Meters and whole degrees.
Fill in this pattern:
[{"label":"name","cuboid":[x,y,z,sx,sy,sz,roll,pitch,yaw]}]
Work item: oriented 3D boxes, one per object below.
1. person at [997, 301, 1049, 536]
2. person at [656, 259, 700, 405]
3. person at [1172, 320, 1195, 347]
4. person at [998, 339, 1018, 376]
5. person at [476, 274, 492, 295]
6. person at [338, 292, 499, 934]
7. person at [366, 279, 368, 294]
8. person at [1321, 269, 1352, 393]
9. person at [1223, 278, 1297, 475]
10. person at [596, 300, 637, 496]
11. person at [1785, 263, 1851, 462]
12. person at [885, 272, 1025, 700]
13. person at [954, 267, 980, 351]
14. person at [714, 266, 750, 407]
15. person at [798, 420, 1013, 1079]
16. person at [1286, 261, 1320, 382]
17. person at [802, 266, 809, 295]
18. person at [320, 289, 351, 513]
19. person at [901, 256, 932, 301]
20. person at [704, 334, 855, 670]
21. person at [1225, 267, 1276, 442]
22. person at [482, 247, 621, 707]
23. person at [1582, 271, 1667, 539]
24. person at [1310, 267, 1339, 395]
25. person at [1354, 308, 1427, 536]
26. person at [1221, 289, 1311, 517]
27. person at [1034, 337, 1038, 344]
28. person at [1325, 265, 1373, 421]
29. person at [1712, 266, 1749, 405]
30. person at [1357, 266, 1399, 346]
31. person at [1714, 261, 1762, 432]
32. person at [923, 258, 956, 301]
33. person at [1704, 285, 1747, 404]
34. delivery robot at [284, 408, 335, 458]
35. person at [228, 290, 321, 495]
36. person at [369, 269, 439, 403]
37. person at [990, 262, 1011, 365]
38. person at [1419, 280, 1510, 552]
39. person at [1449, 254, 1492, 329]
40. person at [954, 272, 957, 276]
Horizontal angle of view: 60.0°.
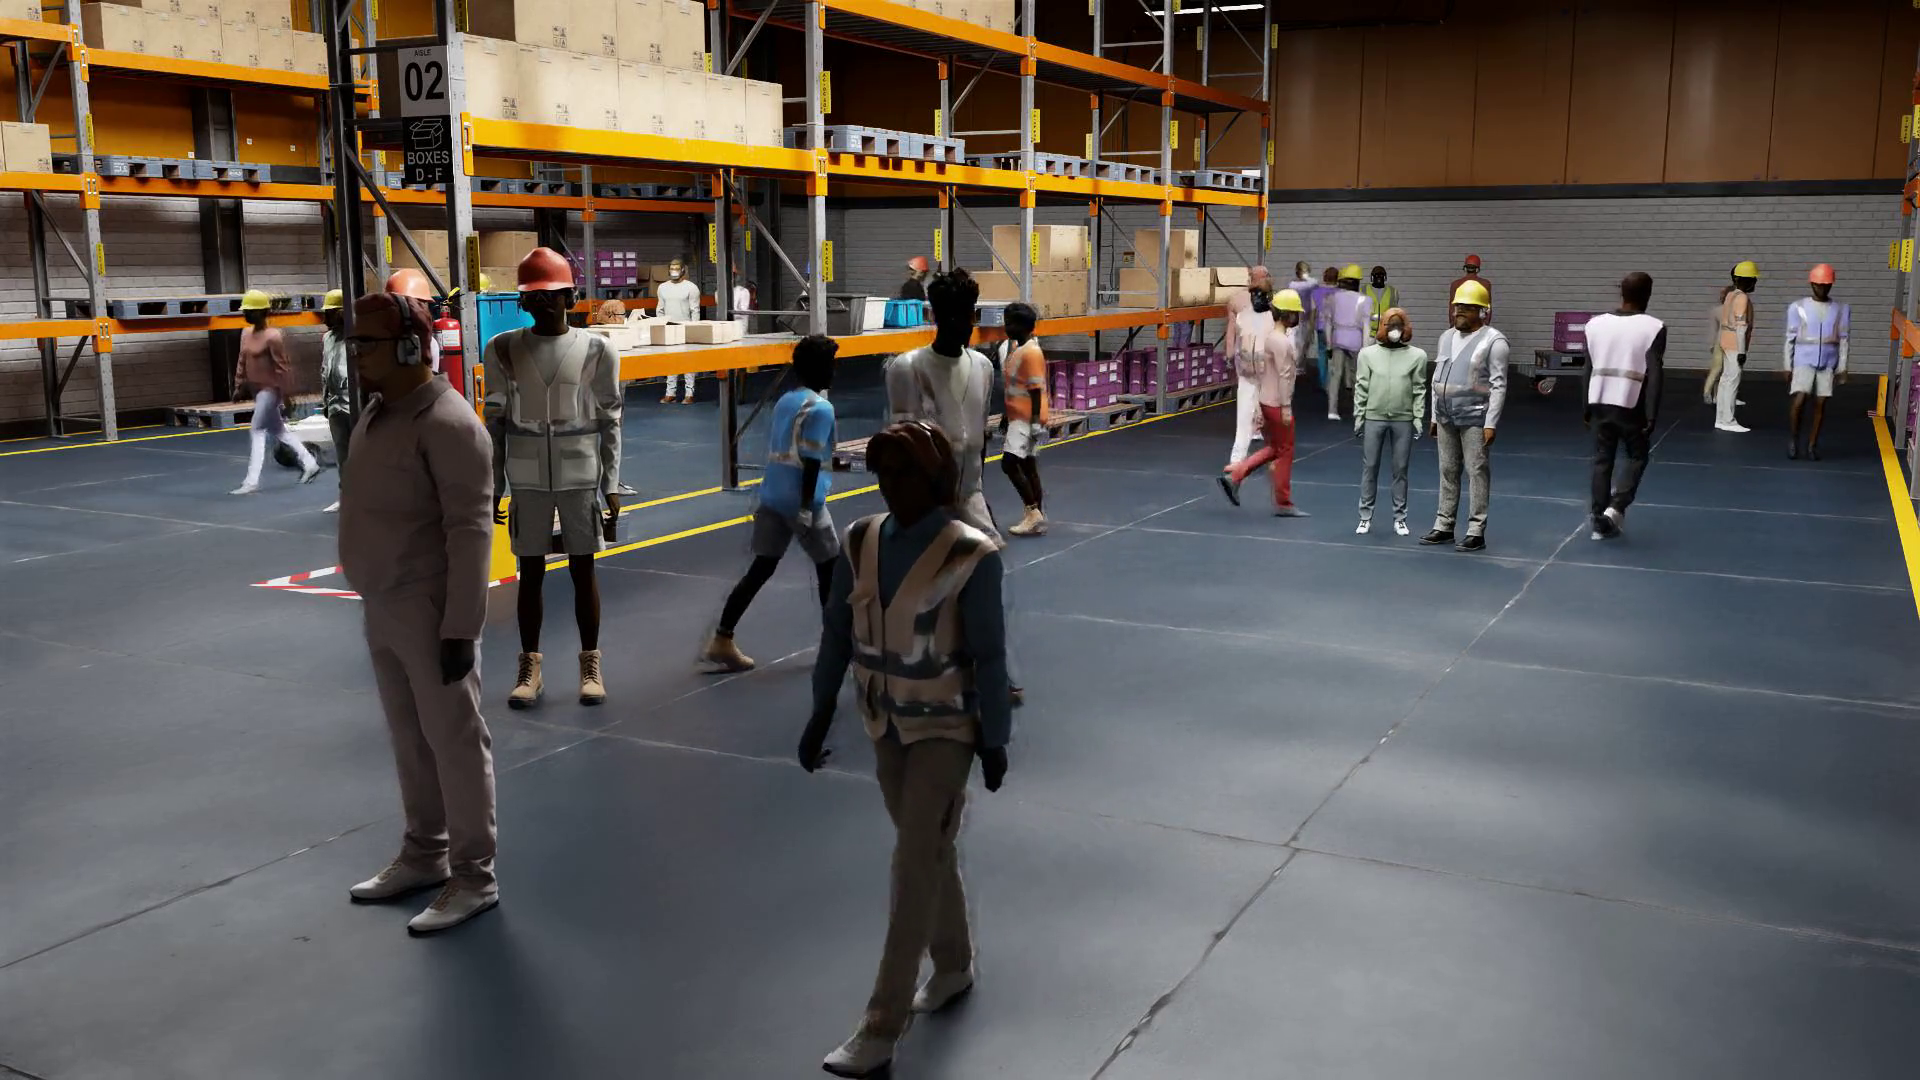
[{"label":"person","cuboid":[0.443,-0.856,11.873,0.373,1.681,0.535,-1,10,-6]},{"label":"person","cuboid":[-3.774,-2.777,22.249,0.631,1.940,0.370,3,10,17]},{"label":"person","cuboid":[3.832,-3.805,28.311,0.409,1.903,0.639,-4,10,-20]},{"label":"person","cuboid":[0.811,-3.589,27.257,0.642,1.827,0.432,3,10,19]},{"label":"person","cuboid":[-5.036,-1.913,17.625,0.589,1.811,0.419,8,13,40]},{"label":"person","cuboid":[-1.651,0.217,5.009,0.399,1.908,0.643,-9,13,-42]},{"label":"person","cuboid":[-6.039,-1.793,16.888,0.526,1.817,0.404,7,12,37]},{"label":"person","cuboid":[5.418,-2.940,23.645,0.600,1.776,0.932,3,10,17]},{"label":"person","cuboid":[2.774,-1.490,15.230,0.637,1.792,0.960,7,12,34]},{"label":"person","cuboid":[-2.891,-1.188,13.934,0.263,1.631,0.507,-3,10,-18]},{"label":"person","cuboid":[8.296,-1.704,16.091,0.548,1.924,0.466,3,10,15]},{"label":"person","cuboid":[-0.030,-0.219,7.452,0.619,1.930,0.833,-7,12,-35]},{"label":"person","cuboid":[0.049,-2.680,21.973,0.517,1.846,0.801,4,11,23]},{"label":"person","cuboid":[-3.042,-2.707,21.988,0.541,1.890,0.762,3,10,16]},{"label":"person","cuboid":[-0.180,0.511,4.191,0.518,1.607,0.800,9,13,41]},{"label":"person","cuboid":[5.357,-3.413,26.045,0.672,1.891,0.622,-7,12,-33]},{"label":"person","cuboid":[-1.739,-2.407,20.122,0.411,1.939,0.654,-2,10,-9]},{"label":"person","cuboid":[-4.738,-1.055,12.840,0.493,1.743,0.313,5,11,25]},{"label":"person","cuboid":[-0.586,-2.781,22.166,0.426,1.972,0.641,-3,10,-19]},{"label":"person","cuboid":[-0.846,-0.177,8.074,0.890,1.642,0.546,-7,12,-33]},{"label":"person","cuboid":[3.250,-2.029,18.129,0.669,1.862,0.931,3,10,17]},{"label":"person","cuboid":[-1.811,-0.269,7.425,0.608,2.044,0.373,-1,10,-8]},{"label":"person","cuboid":[4.639,-0.933,11.705,0.615,1.900,0.446,9,13,42]},{"label":"person","cuboid":[5.342,-2.997,23.905,0.571,1.811,0.886,5,11,26]},{"label":"person","cuboid":[3.080,-0.844,11.942,0.500,1.632,0.282,2,10,12]},{"label":"person","cuboid":[2.375,-1.037,12.726,0.592,1.751,0.533,0,10,1]},{"label":"person","cuboid":[1.157,-3.780,28.339,0.581,1.853,0.919,-9,14,-44]},{"label":"person","cuboid":[4.696,-2.379,20.125,0.606,1.873,0.986,6,12,33]},{"label":"person","cuboid":[10.318,-2.729,22.204,0.319,1.861,0.506,-3,10,-15]},{"label":"person","cuboid":[5.754,-2.861,23.015,0.621,1.845,0.429,1,10,3]},{"label":"person","cuboid":[8.838,-2.194,18.902,0.385,1.928,0.589,2,10,13]},{"label":"person","cuboid":[-0.181,-3.260,24.750,0.673,2.000,0.536,-6,12,-33]},{"label":"person","cuboid":[10.187,-2.583,22.094,0.733,1.608,0.511,-9,13,-43]},{"label":"delivery robot","cuboid":[-6.043,-1.007,15.732,0.707,0.478,0.477,-9,14,-44]},{"label":"person","cuboid":[-5.889,-1.278,14.231,0.531,1.725,0.900,8,13,39]},{"label":"person","cuboid":[-3.180,-0.594,9.645,0.541,1.932,0.381,5,11,25]},{"label":"person","cuboid":[0.697,-4.129,30.090,0.627,1.934,0.370,-2,10,-12]},{"label":"person","cuboid":[3.434,-0.843,11.347,0.403,1.837,0.591,-6,12,-32]},{"label":"person","cuboid":[7.575,-3.231,24.707,0.611,1.996,0.378,4,10,21]},{"label":"person","cuboid":[-0.212,-2.420,20.588,0.974,1.812,0.541,-3,10,-19]}]
